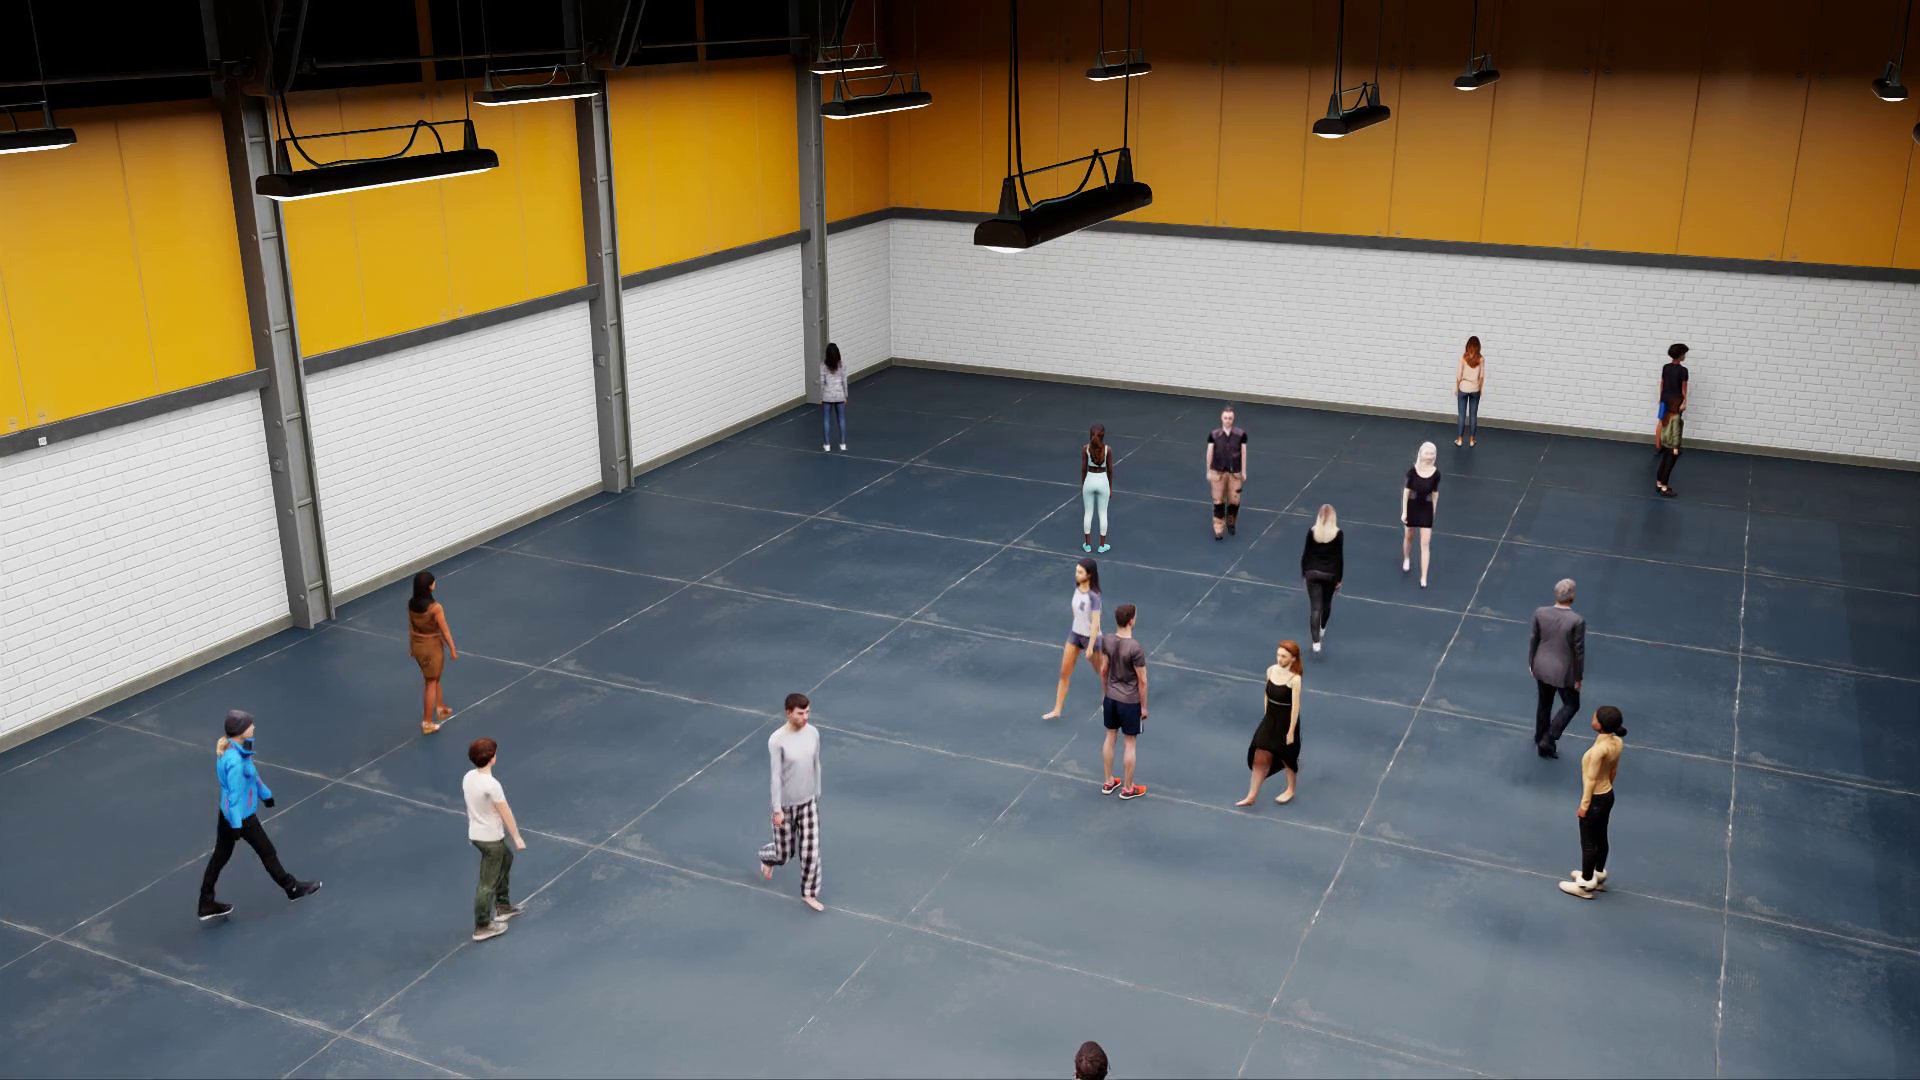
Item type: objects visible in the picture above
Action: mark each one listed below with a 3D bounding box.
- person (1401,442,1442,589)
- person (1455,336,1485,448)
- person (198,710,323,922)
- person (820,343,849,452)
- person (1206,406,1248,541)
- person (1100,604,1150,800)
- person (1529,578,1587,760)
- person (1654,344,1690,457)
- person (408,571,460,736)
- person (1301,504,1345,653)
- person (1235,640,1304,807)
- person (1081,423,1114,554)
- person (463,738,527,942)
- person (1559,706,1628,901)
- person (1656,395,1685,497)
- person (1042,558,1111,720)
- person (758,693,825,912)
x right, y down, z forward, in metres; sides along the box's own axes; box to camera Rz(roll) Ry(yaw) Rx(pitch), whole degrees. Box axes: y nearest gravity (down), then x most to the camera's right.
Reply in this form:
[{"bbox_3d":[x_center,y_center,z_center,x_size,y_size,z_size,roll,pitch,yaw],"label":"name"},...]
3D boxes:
[{"bbox_3d":[5.673,-0.336,20.668,0.846,1.777,1.242,3,19,8],"label":"person"},{"bbox_3d":[8.199,-2.402,26.778,0.634,1.792,0.599,4,19,11],"label":"person"},{"bbox_3d":[-5.786,2.216,13.136,1.234,1.748,1.105,-10,21,-27],"label":"person"},{"bbox_3d":[-2.029,-2.292,26.547,0.681,1.731,0.718,-4,19,-13],"label":"person"},{"bbox_3d":[3.577,-0.926,22.330,0.778,1.835,0.772,3,19,9],"label":"person"},{"bbox_3d":[1.485,1.466,15.191,0.708,1.858,0.645,16,24,38],"label":"person"},{"bbox_3d":[5.655,1.261,15.845,0.903,1.829,0.873,-16,25,-40],"label":"person"},{"bbox_3d":[11.214,-2.211,26.207,0.725,1.794,0.701,-12,22,-32],"label":"person"},{"bbox_3d":[-5.310,1.146,16.433,0.606,1.671,0.726,9,21,25],"label":"person"},{"bbox_3d":[4.013,0.469,18.497,0.821,1.637,1.223,4,19,11],"label":"person"},{"bbox_3d":[2.957,1.656,15.035,1.015,1.597,0.835,-14,23,-36],"label":"person"},{"bbox_3d":[1.786,-0.690,21.800,0.623,1.725,0.613,3,19,9],"label":"person"},{"bbox_3d":[-3.736,2.352,12.909,0.831,1.635,0.728,-16,24,-39],"label":"person"},{"bbox_3d":[5.208,2.118,13.561,0.608,1.662,0.727,-17,25,-41],"label":"person"},{"bbox_3d":[10.376,-1.394,24.279,0.702,1.477,0.559,2,19,5],"label":"person"},{"bbox_3d":[1.353,1.007,16.829,1.232,1.682,1.017,-12,22,-31],"label":"person"},{"bbox_3d":[-1.381,2.081,13.416,1.019,1.825,0.987,-13,22,-33],"label":"person"}]
